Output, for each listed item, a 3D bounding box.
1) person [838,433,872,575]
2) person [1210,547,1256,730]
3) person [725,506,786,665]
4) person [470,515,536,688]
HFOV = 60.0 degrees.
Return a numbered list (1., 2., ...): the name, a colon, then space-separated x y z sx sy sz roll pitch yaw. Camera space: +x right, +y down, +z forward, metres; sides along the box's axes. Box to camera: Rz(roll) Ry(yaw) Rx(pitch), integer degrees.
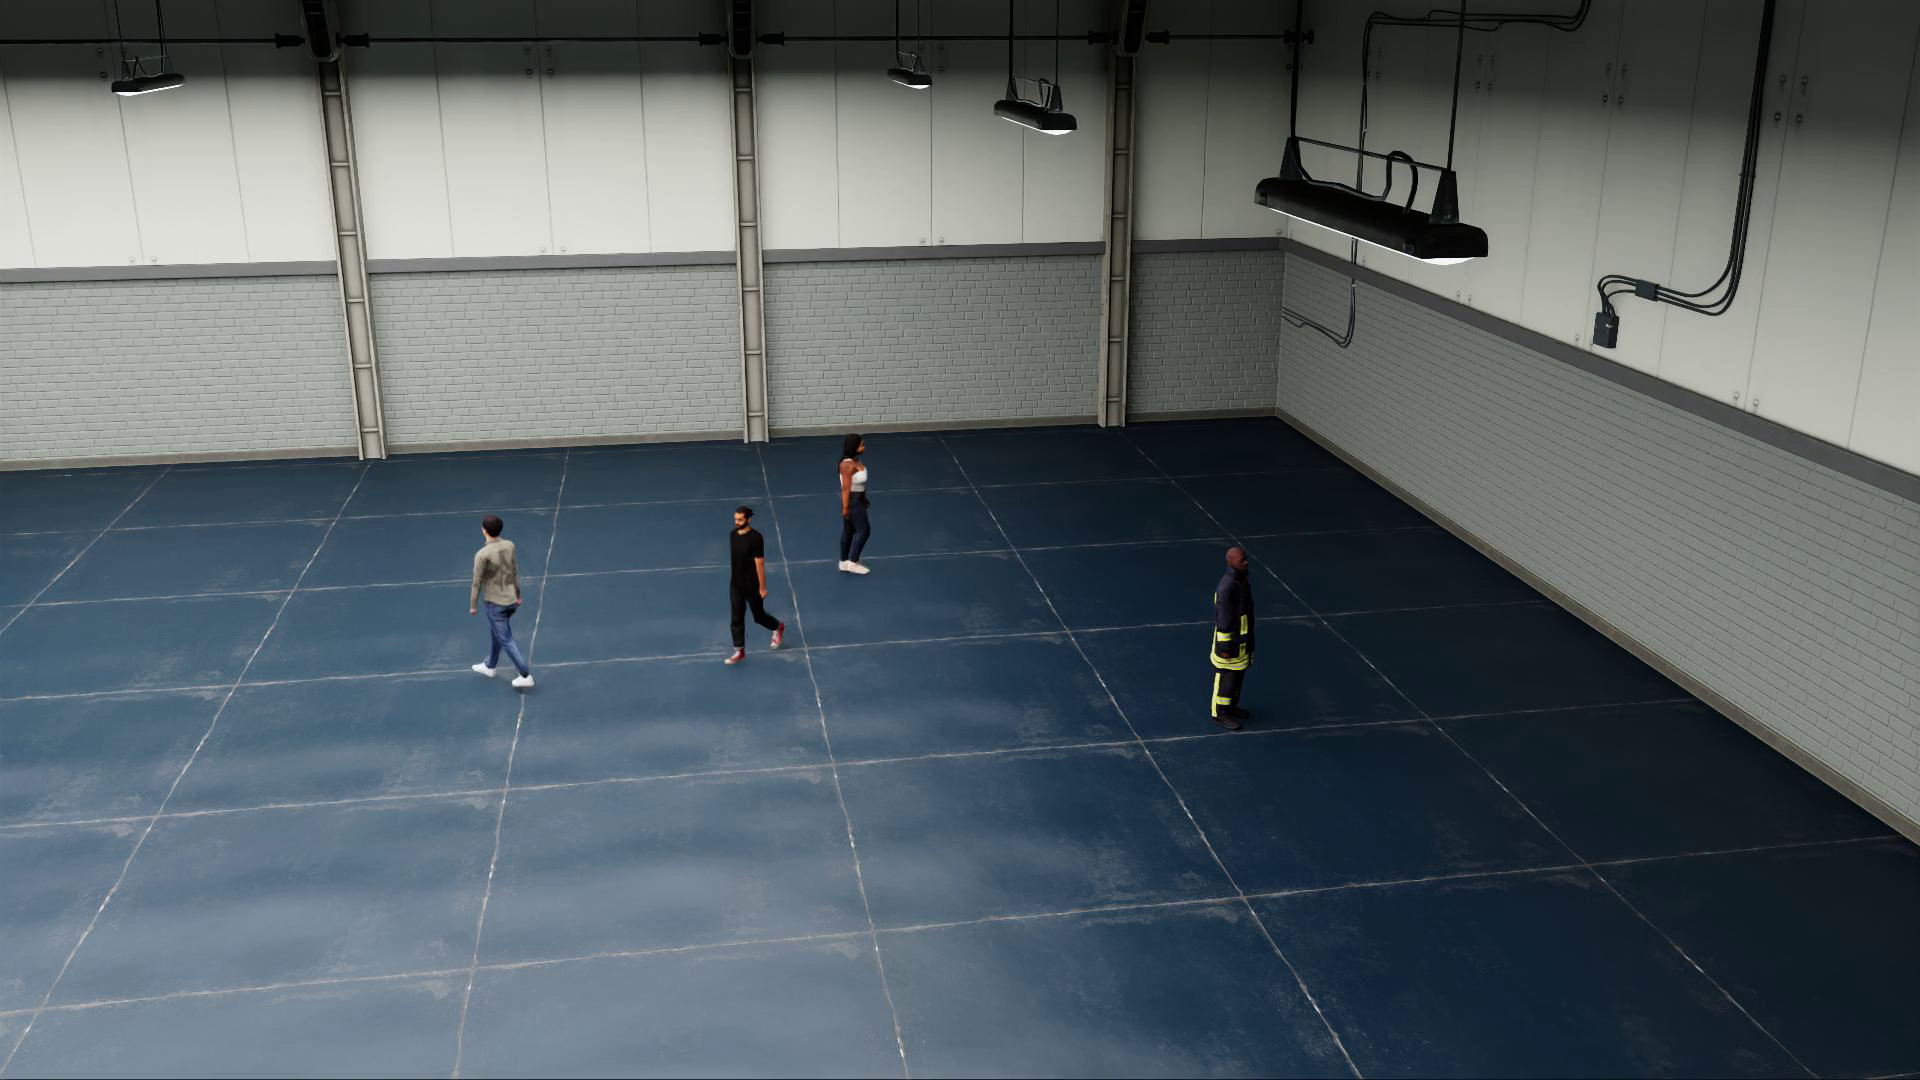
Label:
1. person: -1.440 -0.449 20.679 0.709 1.793 0.703 0 18 0
2. person: 2.676 0.931 16.395 0.898 1.823 0.865 9 20 26
3. person: -2.238 0.455 18.002 1.068 1.733 1.124 12 21 32
4. person: -4.694 0.679 17.171 1.263 1.822 1.150 10 21 28
